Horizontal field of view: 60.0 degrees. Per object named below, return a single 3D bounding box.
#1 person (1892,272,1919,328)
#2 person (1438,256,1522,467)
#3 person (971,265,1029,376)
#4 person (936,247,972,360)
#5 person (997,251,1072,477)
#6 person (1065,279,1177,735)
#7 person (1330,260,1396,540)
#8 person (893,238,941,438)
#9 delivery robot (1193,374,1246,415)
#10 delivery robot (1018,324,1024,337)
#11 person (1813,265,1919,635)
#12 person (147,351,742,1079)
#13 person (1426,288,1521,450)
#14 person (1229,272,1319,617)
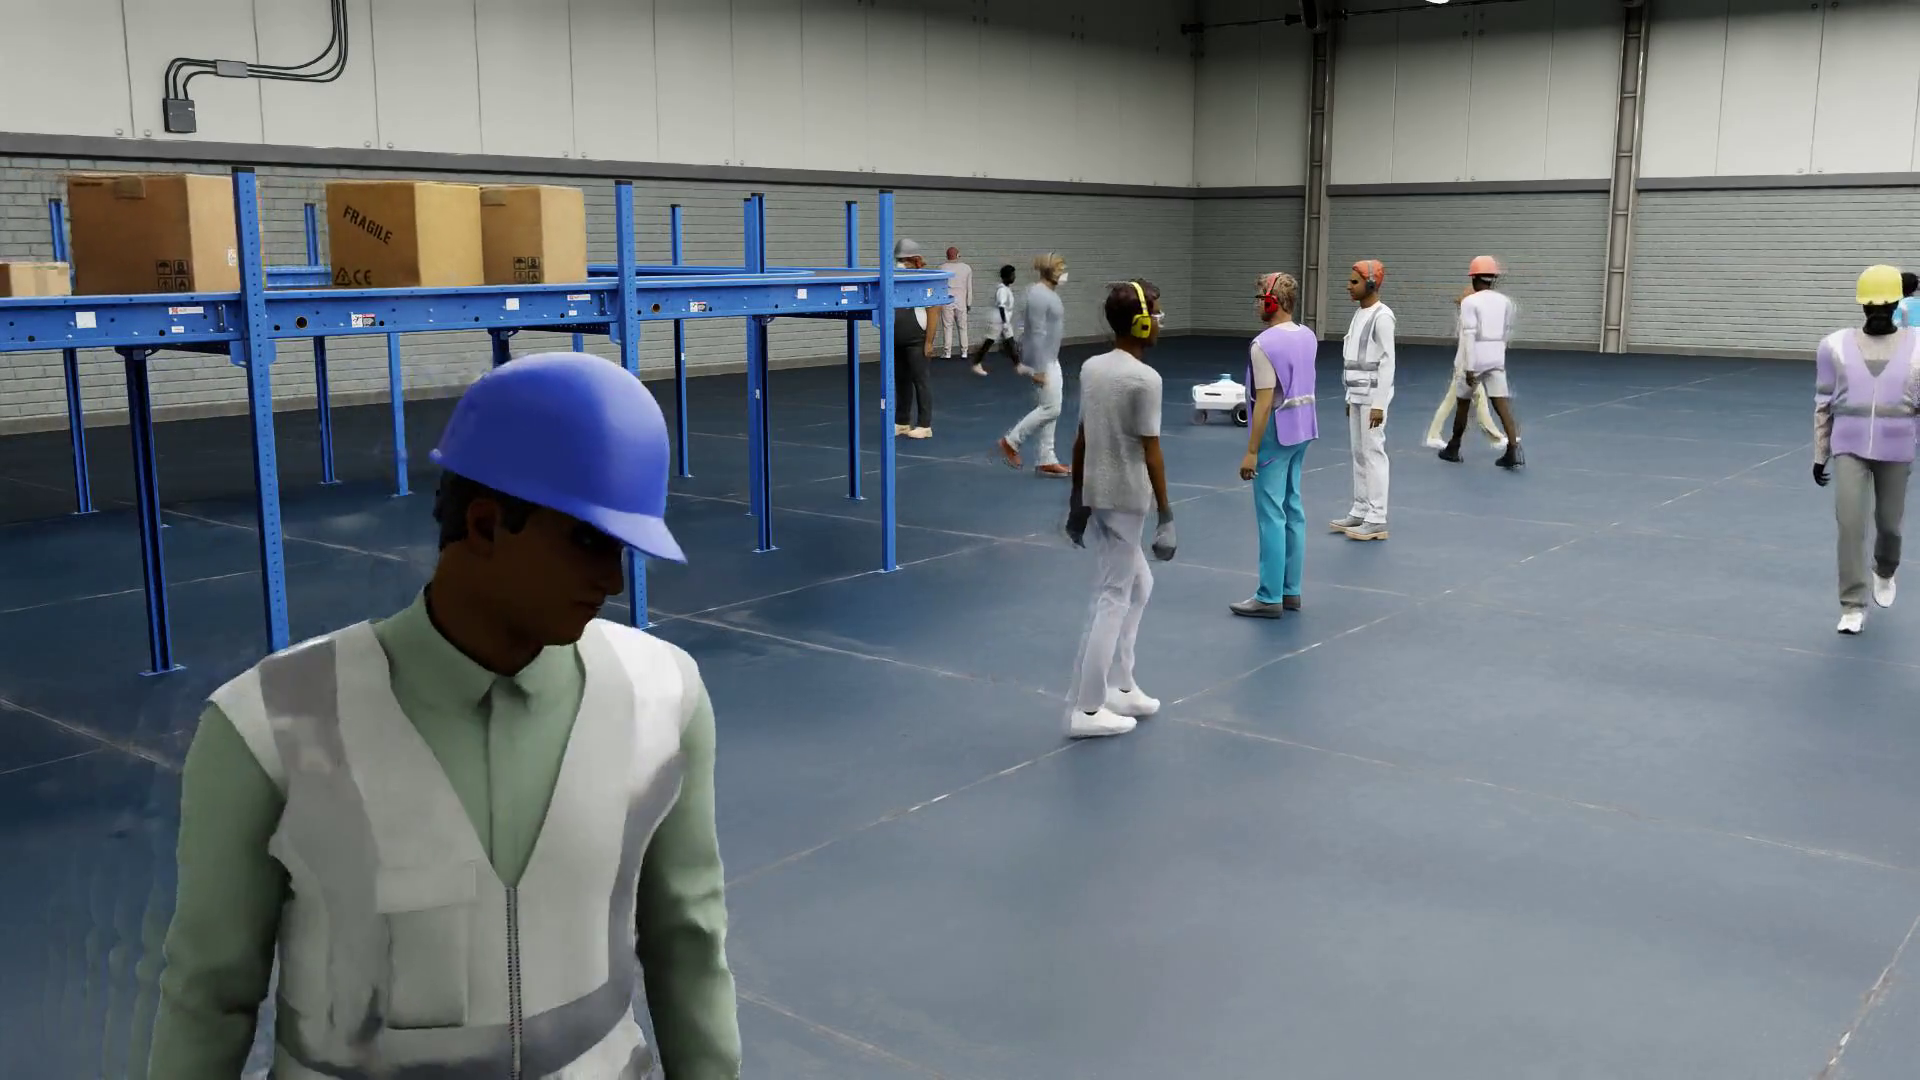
[{"bbox_3d":[10.621,-2.163,18.617,0.531,1.665,0.813,-4,11,-21],"label":"person"},{"bbox_3d":[4.756,-1.608,14.981,0.568,1.884,1.008,-3,11,-18],"label":"person"},{"bbox_3d":[0.601,-3.247,24.682,0.938,1.634,0.556,3,11,16],"label":"person"},{"bbox_3d":[-0.118,-4.030,28.318,0.643,1.903,0.399,-3,11,-14],"label":"person"},{"bbox_3d":[0.674,-1.493,14.200,0.561,1.924,0.646,2,10,13],"label":"person"},{"bbox_3d":[0.712,-0.129,6.827,0.674,1.854,0.555,-5,12,-27],"label":"person"},{"bbox_3d":[2.769,-0.954,11.318,0.339,1.882,0.581,-1,10,-5],"label":"person"},{"bbox_3d":[-0.547,-2.053,17.091,0.536,2.000,0.688,-9,14,-41],"label":"person"},{"bbox_3d":[2.932,-1.591,18.376,0.707,0.478,0.477,2,10,14],"label":"delivery robot"},{"bbox_3d":[1.095,-3.714,29.432,0.698,0.223,0.335,-2,11,-12],"label":"delivery robot"},{"bbox_3d":[4.815,-0.493,8.741,0.638,1.891,0.836,6,12,31],"label":"person"},{"bbox_3d":[-0.583,0.732,1.932,0.686,1.898,0.493,-7,12,-35],"label":"person"},{"bbox_3d":[4.936,-1.645,15.974,0.885,1.577,0.512,3,11,16],"label":"person"},{"bbox_3d":[1.719,-0.513,8.979,0.389,1.846,0.567,8,13,37],"label":"person"}]
